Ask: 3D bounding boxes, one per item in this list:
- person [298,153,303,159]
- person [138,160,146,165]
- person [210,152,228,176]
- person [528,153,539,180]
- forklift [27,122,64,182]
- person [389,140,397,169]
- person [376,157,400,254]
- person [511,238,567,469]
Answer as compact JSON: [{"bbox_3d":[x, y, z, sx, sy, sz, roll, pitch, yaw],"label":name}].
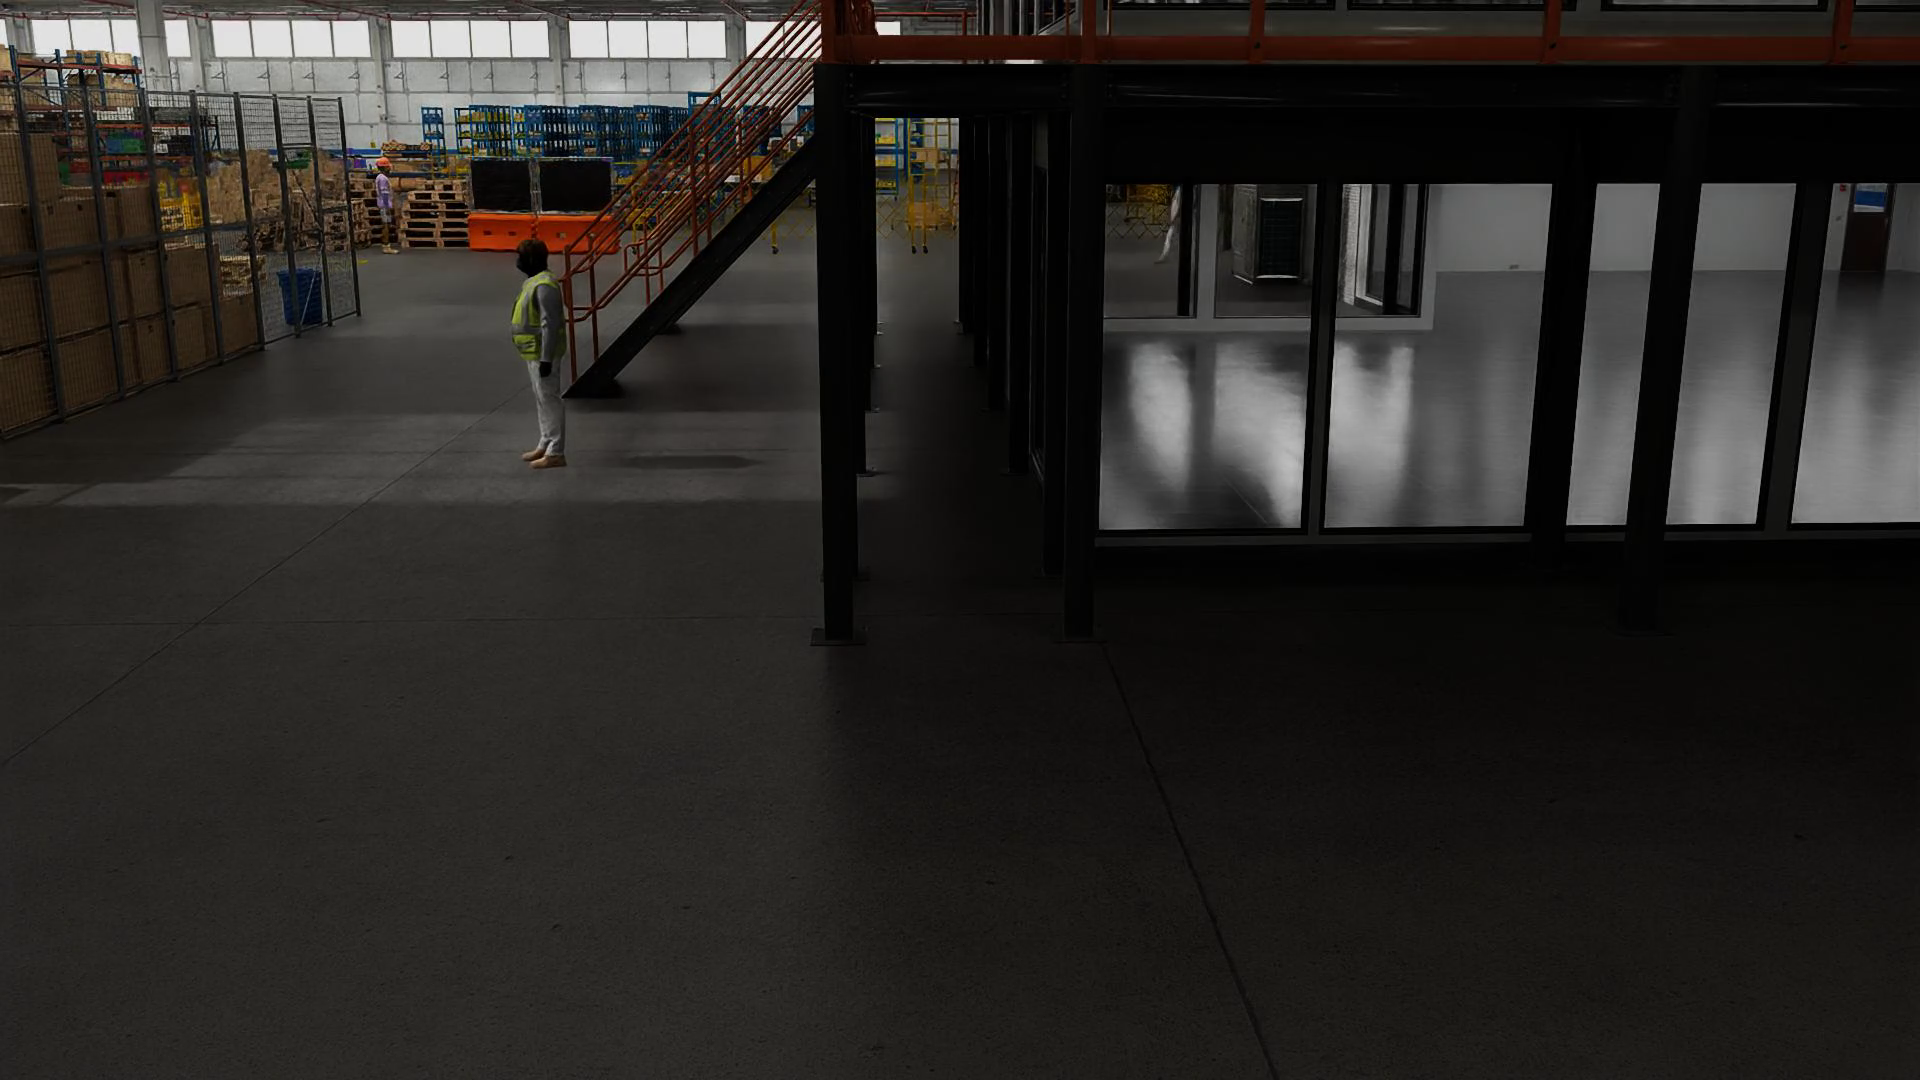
[{"bbox_3d":[-24.672,-13.652,62.305,0.551,1.681,0.401,-4,15,-16],"label":"person"},{"bbox_3d":[-35.186,-16.084,71.616,0.480,1.896,0.684,-7,16,-26],"label":"person"},{"bbox_3d":[-24.695,-12.023,55.538,0.609,1.823,0.420,-1,14,-6],"label":"person"},{"bbox_3d":[-15.364,-13.058,59.896,0.522,1.720,0.939,6,15,23],"label":"person"},{"bbox_3d":[-35.376,-14.773,64.377,1.129,2.768,1.873,-1,14,-2],"label":"forklift"},{"bbox_3d":[-27.967,-18.770,82.170,0.610,1.985,0.400,14,19,43],"label":"person"},{"bbox_3d":[-12.255,-7.139,35.562,0.373,2.043,0.615,-6,15,-23],"label":"person"},{"bbox_3d":[-3.398,-1.503,13.449,0.430,1.845,0.619,-6,15,-21],"label":"person"}]
